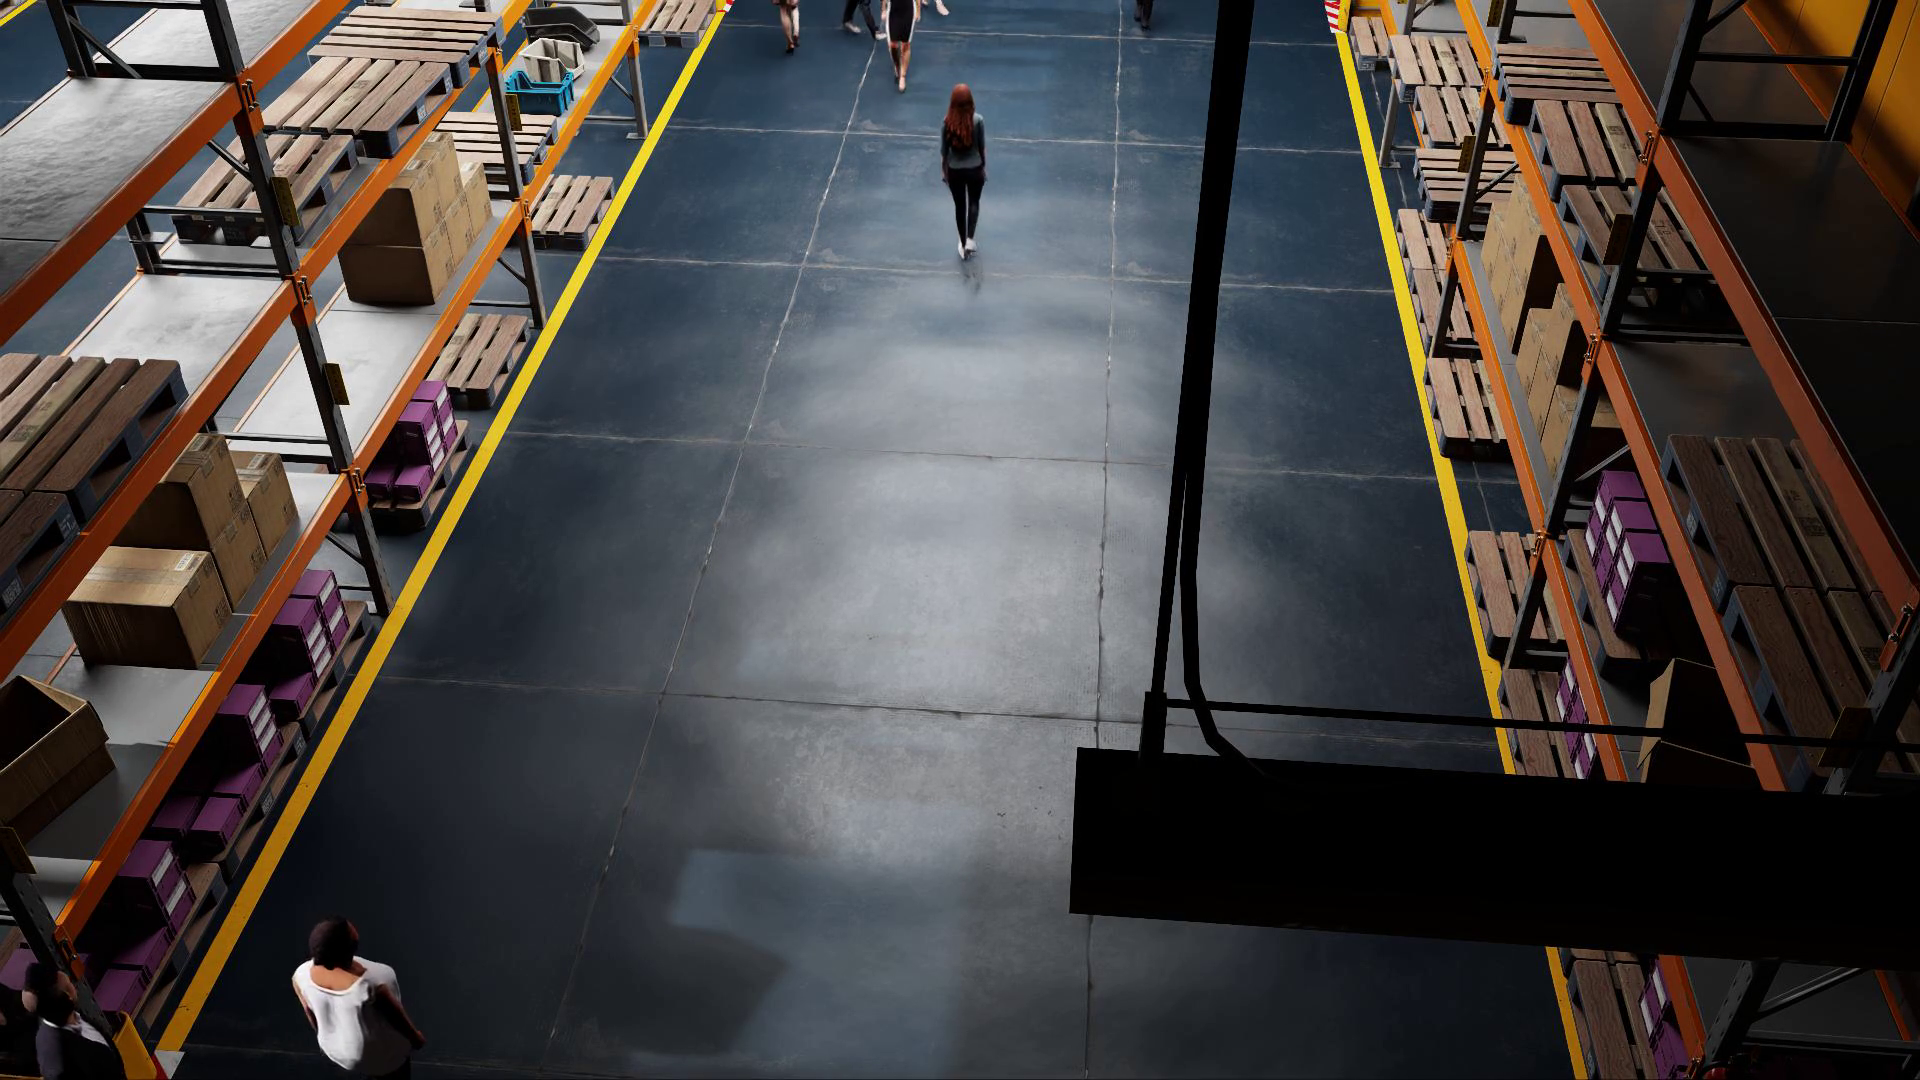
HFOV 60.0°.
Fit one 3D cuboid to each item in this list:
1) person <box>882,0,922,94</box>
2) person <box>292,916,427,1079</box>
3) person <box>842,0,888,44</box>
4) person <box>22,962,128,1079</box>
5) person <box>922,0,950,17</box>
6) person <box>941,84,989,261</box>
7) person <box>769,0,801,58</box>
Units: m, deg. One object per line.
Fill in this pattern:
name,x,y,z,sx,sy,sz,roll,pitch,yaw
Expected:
person,-0.673,-6.009,18.915,0.635,1.790,0.653,-1,39,-1
person,-3.003,2.517,8.331,0.724,1.675,0.707,13,41,16
person,-1.279,-6.928,20.129,1.149,1.712,1.155,32,48,33
person,-4.127,2.745,7.846,1.057,1.925,1.014,-15,41,-18
person,-0.374,-7.514,20.822,1.050,1.762,1.187,-19,42,-22
person,0.048,-3.422,15.725,0.626,1.728,0.674,-1,39,-1
person,-2.024,-6.560,19.626,0.784,1.764,0.845,-15,41,-18
